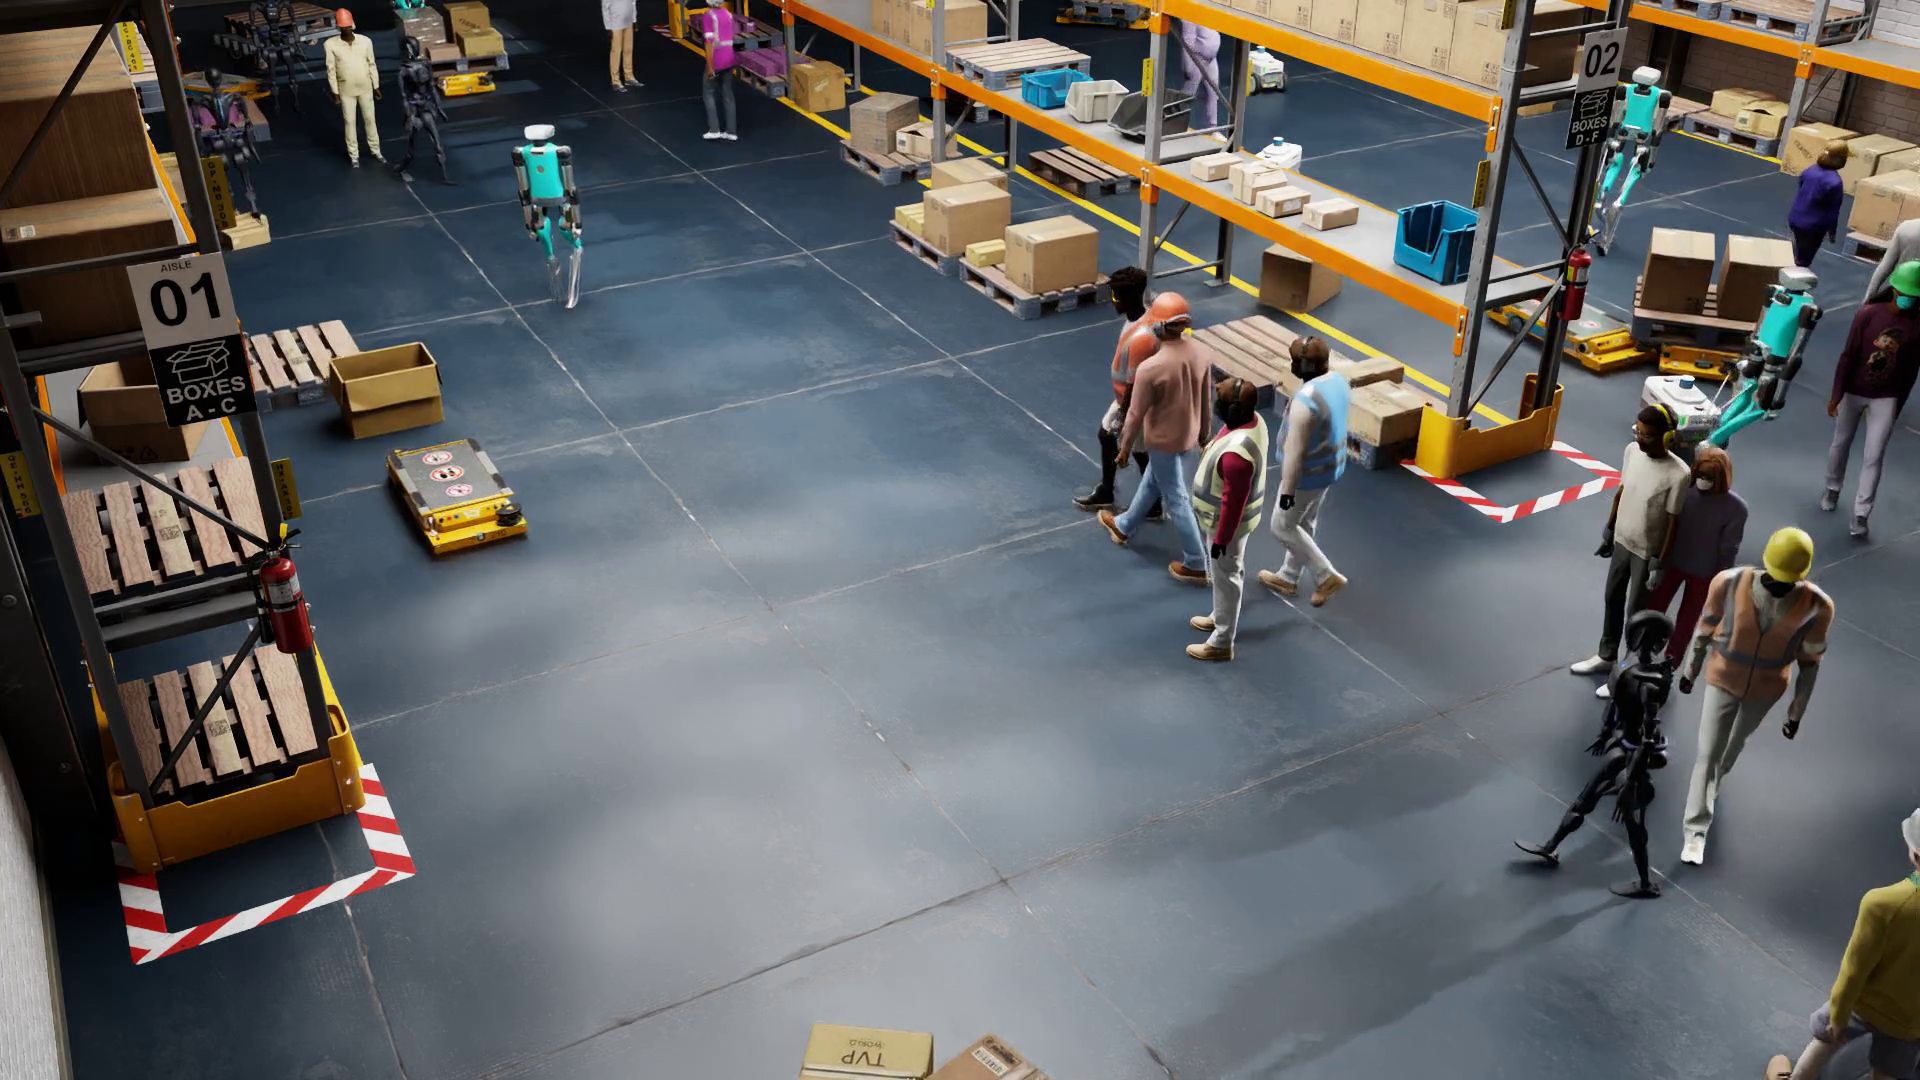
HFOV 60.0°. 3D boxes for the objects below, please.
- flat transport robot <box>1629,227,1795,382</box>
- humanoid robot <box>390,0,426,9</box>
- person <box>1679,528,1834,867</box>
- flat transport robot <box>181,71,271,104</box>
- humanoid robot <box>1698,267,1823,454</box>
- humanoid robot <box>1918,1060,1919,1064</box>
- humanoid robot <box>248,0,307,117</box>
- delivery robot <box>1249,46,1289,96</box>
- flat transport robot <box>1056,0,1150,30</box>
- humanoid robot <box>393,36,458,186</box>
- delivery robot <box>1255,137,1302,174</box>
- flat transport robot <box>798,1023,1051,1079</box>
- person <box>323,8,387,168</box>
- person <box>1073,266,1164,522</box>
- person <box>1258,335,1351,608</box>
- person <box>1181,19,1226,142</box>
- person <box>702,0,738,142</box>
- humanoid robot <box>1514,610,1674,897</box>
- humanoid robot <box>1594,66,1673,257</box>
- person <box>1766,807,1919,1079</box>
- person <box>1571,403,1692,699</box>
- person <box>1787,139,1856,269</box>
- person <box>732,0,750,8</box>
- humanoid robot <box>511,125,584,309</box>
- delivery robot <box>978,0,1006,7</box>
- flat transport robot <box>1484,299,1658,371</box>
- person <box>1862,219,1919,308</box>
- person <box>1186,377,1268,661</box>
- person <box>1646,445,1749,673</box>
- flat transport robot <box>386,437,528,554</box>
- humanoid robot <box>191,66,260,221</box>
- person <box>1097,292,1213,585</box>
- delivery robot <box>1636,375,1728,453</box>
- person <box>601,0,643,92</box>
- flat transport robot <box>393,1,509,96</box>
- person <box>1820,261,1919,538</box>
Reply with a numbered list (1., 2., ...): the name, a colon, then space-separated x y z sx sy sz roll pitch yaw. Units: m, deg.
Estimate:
1. flat transport robot: 6.450 -1.750 14.457 0.659 0.231 1.431 11 32 18
2. humanoid robot: -7.720 -7.658 23.247 0.551 1.770 0.774 -2 30 -4
3. person: 4.033 0.740 8.515 0.595 1.860 1.023 12 32 19
4. flat transport robot: -9.726 -5.873 21.633 1.431 0.231 0.659 13 32 22
5. humanoid robot: 5.510 -1.013 11.787 0.750 1.858 0.544 -5 30 -8
6. humanoid robot: 4.273 1.740 6.985 0.375 1.643 0.591 2 30 4
7. humanoid robot: -8.455 -6.119 20.632 0.599 1.659 0.315 -16 33 -25
8. delivery robot: 3.957 -6.170 21.883 0.515 0.614 0.785 -11 32 -18
9. flat transport robot: 2.244 -7.967 25.279 1.431 0.231 0.659 10 31 17
10. humanoid robot: -5.954 -4.700 18.220 0.755 1.638 0.595 13 33 22
11. delivery robot: 3.470 -4.120 18.298 0.499 0.598 0.802 18 34 28
12. flat transport robot: -0.062 2.710 6.692 0.659 0.231 1.431 3 30 6
13. person: -6.847 -5.127 18.841 0.562 1.752 0.325 -18 34 -28
14. person: 1.099 -0.966 11.422 0.799 1.928 0.631 1 30 2
15. person: 2.253 -0.411 10.571 0.539 1.815 0.673 19 35 30
16. person: 2.794 -5.688 19.705 0.874 1.877 0.651 22 37 33
17. person: -2.836 -5.646 19.691 0.523 1.807 0.560 20 36 31
18. humanoid robot: 3.235 1.062 8.175 0.715 1.630 0.603 4 30 7
19. humanoid robot: 6.494 -3.659 16.366 0.546 1.840 0.854 20 35 31
20. person: 3.715 1.781 6.712 0.495 1.862 0.754 5 30 9
21. person: 3.938 0.056 9.727 0.351 1.854 0.518 -11 32 -18
22. person: 7.676 -2.825 14.974 0.389 1.607 0.471 -7 31 -12
23. person: -3.547 -8.963 25.566 0.745 1.710 0.732 -8 31 -13
24. humanoid robot: -3.628 -2.861 15.030 0.547 1.911 0.706 2 30 3
25. delivery robot: 0.483 -8.735 26.336 0.805 0.601 0.499 -10 31 -17
26. flat transport robot: 5.378 -1.877 14.677 0.659 0.231 1.431 -14 33 -22
27. person: 7.591 -1.929 13.176 0.809 1.849 0.659 -23 37 -35
28. person: 1.607 -0.129 10.056 0.429 1.843 0.624 7 31 12
29. person: 4.242 0.196 9.709 0.502 1.621 0.346 19 35 29
30. flat transport robot: -3.663 -0.353 12.025 0.659 0.231 1.431 -16 33 -25
31. humanoid robot: -7.461 -3.964 16.912 0.600 1.643 0.571 -16 34 -26
32. person: 1.335 -0.687 10.948 0.647 1.924 1.046 -25 38 -37
33. delivery robot: 5.551 -0.983 12.827 0.499 0.587 0.781 -2 30 -4
34. person: -4.414 -6.747 21.673 0.356 1.745 0.565 18 34 28
35. flat transport robot: -6.723 -6.218 22.235 0.659 0.231 1.431 -14 33 -23
36. person: 6.280 -0.981 11.464 0.510 1.921 0.792 13 32 22
